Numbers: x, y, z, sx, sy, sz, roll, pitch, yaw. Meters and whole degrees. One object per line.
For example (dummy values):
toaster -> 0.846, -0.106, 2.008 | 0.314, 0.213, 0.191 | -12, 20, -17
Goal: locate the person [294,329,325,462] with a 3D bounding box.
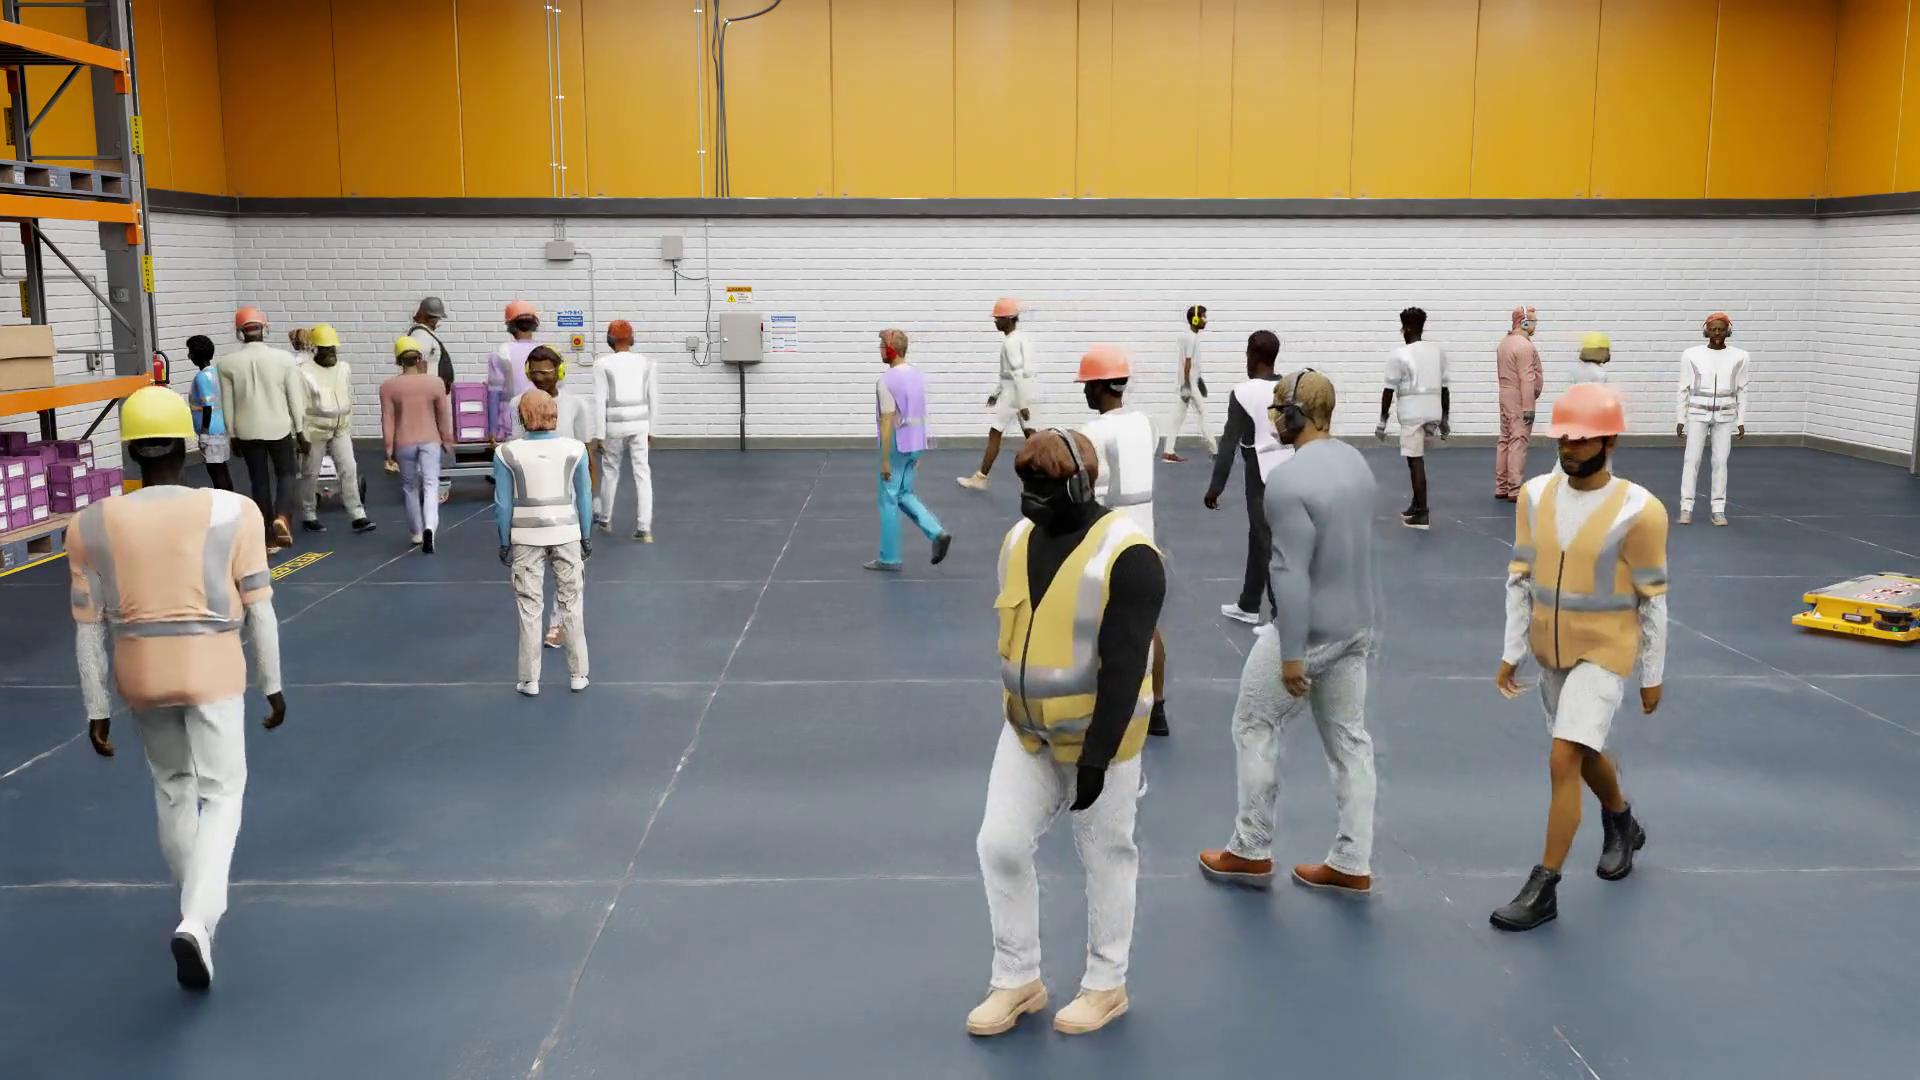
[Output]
person -> -7.261, -1.568, 18.649 | 0.642, 1.606, 0.508 | 4, 10, 22

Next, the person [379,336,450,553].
person -> -4.379, -0.777, 13.413 | 0.528, 1.735, 0.791 | -3, 10, -18

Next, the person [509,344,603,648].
person -> -2.478, -0.304, 10.271 | 0.540, 1.828, 0.924 | 1, 9, 6

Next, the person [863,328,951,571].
person -> -0.422, -0.656, 12.370 | 0.604, 1.829, 0.579 | 5, 11, 28

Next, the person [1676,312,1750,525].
person -> 6.652, -1.066, 14.735 | 0.579, 1.882, 0.352 | 3, 10, 17

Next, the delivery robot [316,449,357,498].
delivery robot -> -5.957, -0.621, 15.779 | 0.477, 0.478, 0.707 | -2, 9, -10

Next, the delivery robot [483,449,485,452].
delivery robot -> -4.722, -0.944, 17.755 | 0.707, 0.478, 0.477 | -3, 10, -15

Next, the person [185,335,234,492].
person -> -6.556, -0.943, 14.548 | 0.318, 1.693, 0.539 | -2, 9, -12

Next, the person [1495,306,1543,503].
person -> 5.452, -1.315, 16.186 | 0.410, 1.908, 0.642 | -1, 9, -4

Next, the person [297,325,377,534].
person -> -5.366, -0.924, 14.155 | 0.902, 1.786, 0.609 | 7, 11, 36

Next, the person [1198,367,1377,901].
person -> 1.210, 0.333, 6.057 | 0.633, 1.909, 0.764 | -9, 13, -44

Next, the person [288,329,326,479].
person -> -7.018, -1.456, 17.888 | 0.399, 1.623, 0.531 | 3, 10, 17

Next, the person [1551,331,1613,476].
person -> 5.754, -1.062, 15.280 | 0.890, 1.702, 0.497 | -3, 10, -15

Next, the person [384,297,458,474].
person -> -5.896, -1.724, 18.284 | 0.995, 2.000, 0.755 | -4, 10, -24

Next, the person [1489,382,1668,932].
person -> 2.251, 0.373, 5.897 | 0.988, 1.895, 0.535 | -6, 11, -34

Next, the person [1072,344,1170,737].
person -> 0.689, -0.008, 8.214 | 0.570, 1.896, 0.934 | -8, 12, -41

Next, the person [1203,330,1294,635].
person -> 1.820, -0.351, 10.353 | 0.606, 1.882, 0.862 | -8, 12, -39

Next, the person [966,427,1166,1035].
person -> 0.276, 0.586, 4.827 | 0.650, 1.817, 0.621 | -9, 13, -44

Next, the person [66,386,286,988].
person -> -2.524, 0.456, 5.363 | 0.594, 1.903, 0.859 | -2, 9, -11

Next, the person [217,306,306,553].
person -> -5.530, -0.863, 13.208 | 0.617, 1.972, 0.553 | -3, 10, -17

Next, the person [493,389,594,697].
person -> -2.198, 0.020, 8.827 | 0.512, 1.637, 0.307 | -3, 10, -20

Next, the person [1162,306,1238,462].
person -> 2.804, -1.805, 19.416 | 0.928, 1.822, 0.531 | 0, 9, 2

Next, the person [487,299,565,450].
person -> -3.517, -0.942, 13.544 | 0.647, 2.021, 0.502 | -5, 10, -27

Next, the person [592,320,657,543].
person -> -2.830, -0.925, 14.000 | 0.582, 1.832, 0.977 | -5, 10, -28

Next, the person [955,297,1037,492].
person -> 0.533, -1.447, 16.791 | 1.084, 1.985, 0.613 | 2, 10, 15

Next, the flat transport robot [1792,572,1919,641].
flat transport robot -> 5.955, 0.411, 10.604 | 1.431, 0.197, 0.652 | -8, 12, -40

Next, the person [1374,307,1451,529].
person -> 3.984, -1.079, 14.665 | 0.619, 1.929, 0.728 | -5, 10, -26
